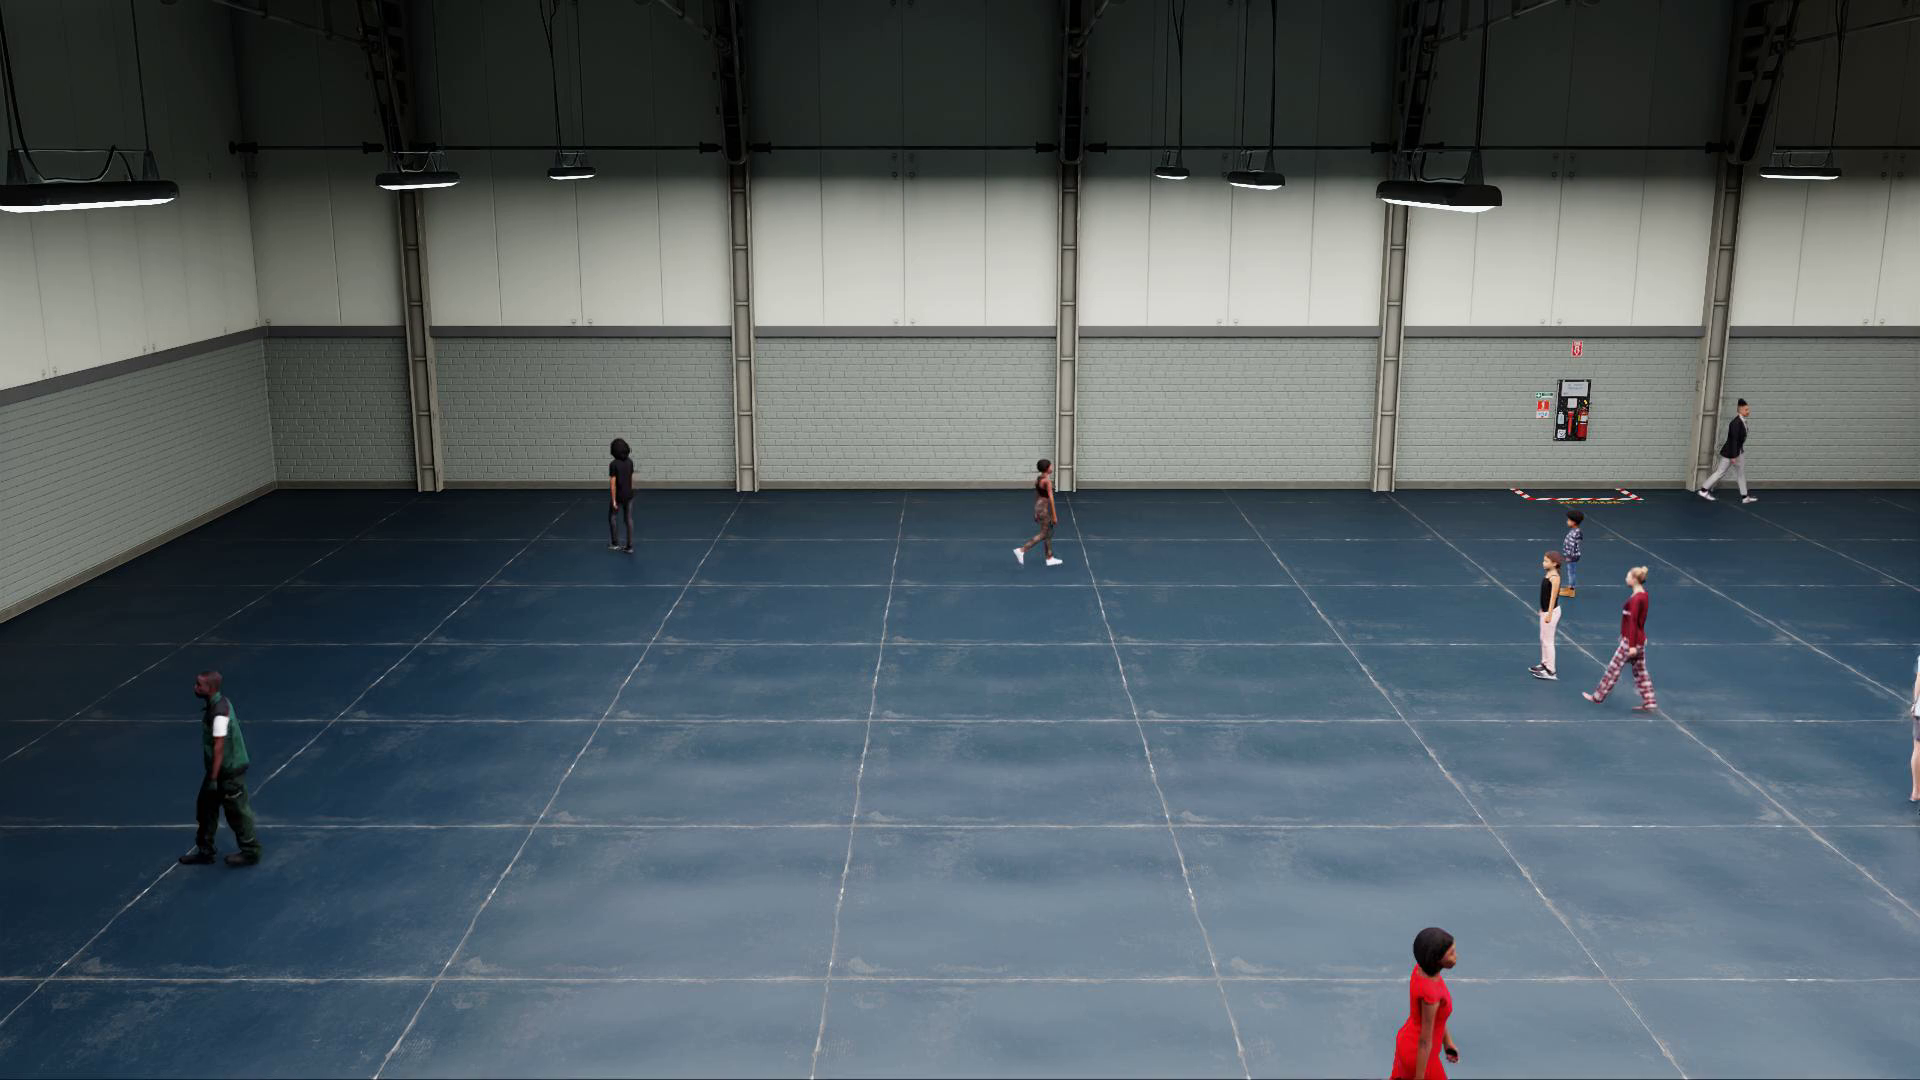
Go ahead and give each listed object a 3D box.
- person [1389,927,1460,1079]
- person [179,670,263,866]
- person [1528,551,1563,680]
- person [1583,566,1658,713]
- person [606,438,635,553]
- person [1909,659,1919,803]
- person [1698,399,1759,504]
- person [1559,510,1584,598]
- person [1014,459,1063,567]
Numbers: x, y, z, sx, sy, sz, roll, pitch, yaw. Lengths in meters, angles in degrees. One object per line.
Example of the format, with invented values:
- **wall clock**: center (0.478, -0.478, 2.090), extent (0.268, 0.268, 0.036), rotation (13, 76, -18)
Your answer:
- **person**: center (2.674, 3.146, 10.012), extent (1.120, 1.695, 0.609), rotation (1, 13, 3)
- **person**: center (-6.379, 2.011, 14.640), extent (1.060, 1.818, 0.951), rotation (-7, 15, -27)
- **person**: center (7.119, 0.881, 20.083), extent (0.556, 1.563, 0.540), rotation (2, 13, 11)
- **person**: center (7.663, 1.143, 18.721), extent (1.132, 1.667, 0.981), rotation (8, 15, 31)
- **person**: center (-5.295, -0.688, 26.307), extent (0.921, 1.812, 0.978), rotation (-12, 18, -42)
- **person**: center (9.377, 1.698, 15.998), extent (0.886, 1.814, 0.947), rotation (11, 17, 41)
- **person**: center (13.859, -1.601, 30.050), extent (1.327, 1.902, 1.285), rotation (11, 17, 40)
- **person**: center (8.760, 0.182, 23.786), extent (0.593, 1.255, 0.567), rotation (6, 14, 24)
- **person**: center (1.199, -0.385, 25.309), extent (1.100, 1.673, 0.770), rotation (-4, 14, -17)
